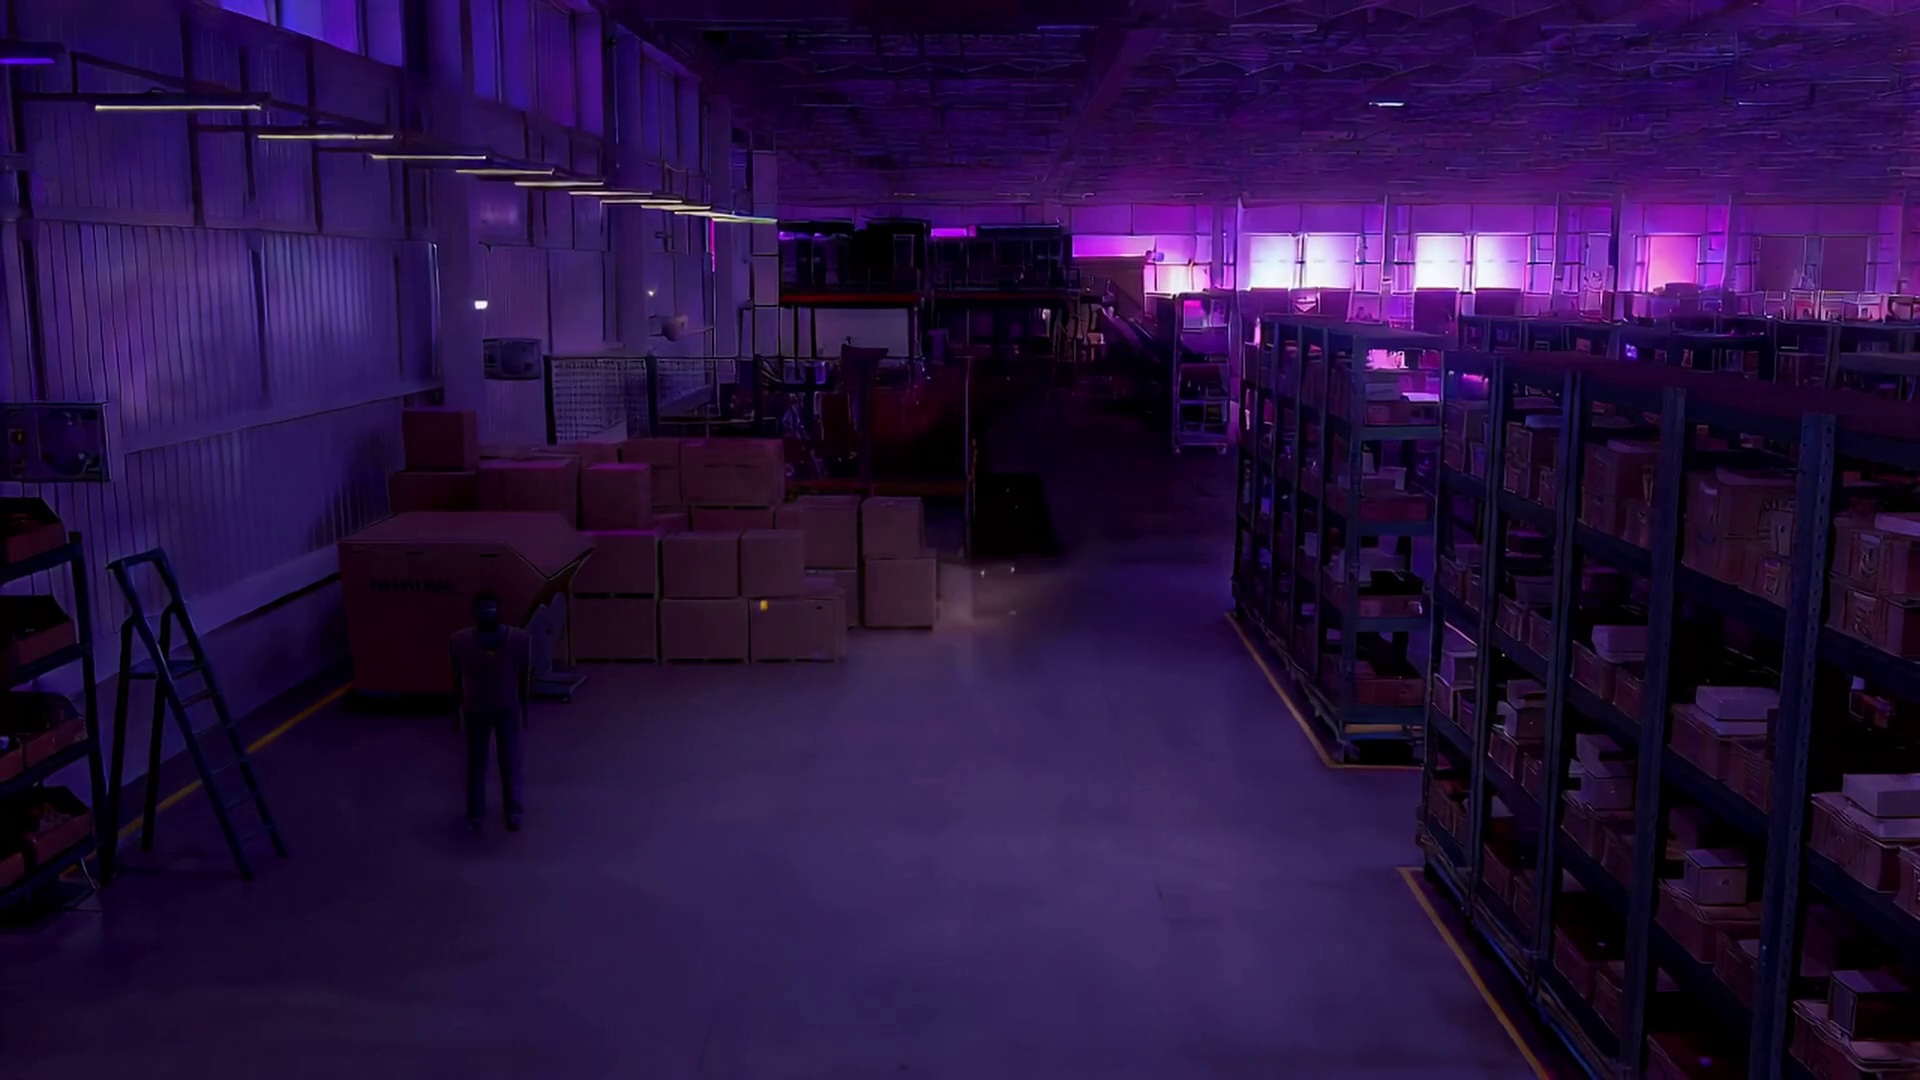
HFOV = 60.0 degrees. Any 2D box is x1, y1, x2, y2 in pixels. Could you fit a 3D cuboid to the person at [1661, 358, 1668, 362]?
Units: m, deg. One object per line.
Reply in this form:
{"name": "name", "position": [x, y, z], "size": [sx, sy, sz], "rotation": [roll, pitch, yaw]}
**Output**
{"name": "person", "position": [19.770, -4.305, 46.707], "size": [0.541, 1.705, 0.903], "rotation": [-6, 11, -32]}

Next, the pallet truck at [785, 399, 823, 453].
{"name": "pallet truck", "position": [-3.814, -2.432, 36.419], "size": [1.630, 1.274, 0.653], "rotation": [0, 9, 1]}

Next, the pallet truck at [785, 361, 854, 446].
{"name": "pallet truck", "position": [-3.410, -3.193, 38.978], "size": [1.885, 1.965, 0.823], "rotation": [0, 9, -1]}

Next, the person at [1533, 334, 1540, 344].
{"name": "person", "position": [22.181, -7.214, 64.232], "size": [0.455, 1.849, 0.563], "rotation": [-3, 10, -19]}

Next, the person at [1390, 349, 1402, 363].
{"name": "person", "position": [15.148, -6.251, 57.774], "size": [0.490, 2.026, 0.628], "rotation": [4, 10, 23]}

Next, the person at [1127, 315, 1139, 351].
{"name": "person", "position": [8.863, -10.558, 84.902], "size": [0.622, 1.840, 0.429], "rotation": [5, 11, 30]}

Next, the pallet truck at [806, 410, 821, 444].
{"name": "pallet truck", "position": [-3.559, -2.018, 33.905], "size": [1.522, 1.261, 0.704], "rotation": [0, 9, -1]}

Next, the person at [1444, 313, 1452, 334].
{"name": "person", "position": [25.166, -10.760, 85.856], "size": [0.425, 1.938, 0.603], "rotation": [-2, 9, -14]}

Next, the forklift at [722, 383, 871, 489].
{"name": "forklift", "position": [-2.893, -1.687, 28.729], "size": [2.680, 1.987, 1.157], "rotation": [0, 9, -1]}

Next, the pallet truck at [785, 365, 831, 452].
{"name": "pallet truck", "position": [-3.774, -2.976, 37.635], "size": [1.885, 1.965, 0.823], "rotation": [1, 9, 5]}

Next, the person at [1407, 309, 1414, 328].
{"name": "person", "position": [25.611, -12.192, 94.741], "size": [0.395, 1.919, 0.588], "rotation": [8, 12, 41]}

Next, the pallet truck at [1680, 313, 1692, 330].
{"name": "pallet truck", "position": [36.315, -10.531, 84.244], "size": [0.823, 1.965, 1.885], "rotation": [-6, 11, -33]}

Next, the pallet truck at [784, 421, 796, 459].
{"name": "pallet truck", "position": [-4.013, -1.793, 32.705], "size": [1.601, 1.201, 0.680], "rotation": [0, 9, 1]}

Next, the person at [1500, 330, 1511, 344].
{"name": "person", "position": [23.479, -8.466, 71.559], "size": [0.634, 1.972, 0.516], "rotation": [-4, 10, -22]}

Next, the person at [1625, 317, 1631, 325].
{"name": "person", "position": [31.204, -9.461, 77.899], "size": [0.596, 1.915, 0.406], "rotation": [4, 10, 25]}

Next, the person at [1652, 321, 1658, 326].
{"name": "person", "position": [32.644, -9.399, 78.028], "size": [0.511, 1.756, 0.532], "rotation": [-1, 9, -9]}

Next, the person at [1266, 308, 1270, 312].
{"name": "person", "position": [17.875, -12.487, 96.490], "size": [0.552, 1.935, 0.373], "rotation": [-6, 11, -33]}

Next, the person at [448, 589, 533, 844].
{"name": "person", "position": [-3.386, 1.253, 12.014], "size": [0.571, 1.845, 0.382], "rotation": [-3, 10, -19]}

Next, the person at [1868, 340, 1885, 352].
{"name": "person", "position": [32.136, -6.375, 58.473], "size": [0.741, 2.000, 0.684], "rotation": [1, 9, 3]}

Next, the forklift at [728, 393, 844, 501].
{"name": "forklift", "position": [-2.979, -1.316, 26.476], "size": [2.680, 1.987, 1.157], "rotation": [0, 9, 1]}

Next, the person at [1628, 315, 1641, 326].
{"name": "person", "position": [34.492, -10.577, 85.030], "size": [0.624, 1.837, 0.430], "rotation": [4, 10, 26]}

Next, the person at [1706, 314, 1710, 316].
{"name": "person", "position": [39.303, -10.945, 87.339], "size": [0.521, 1.828, 0.748], "rotation": [-3, 10, -20]}
